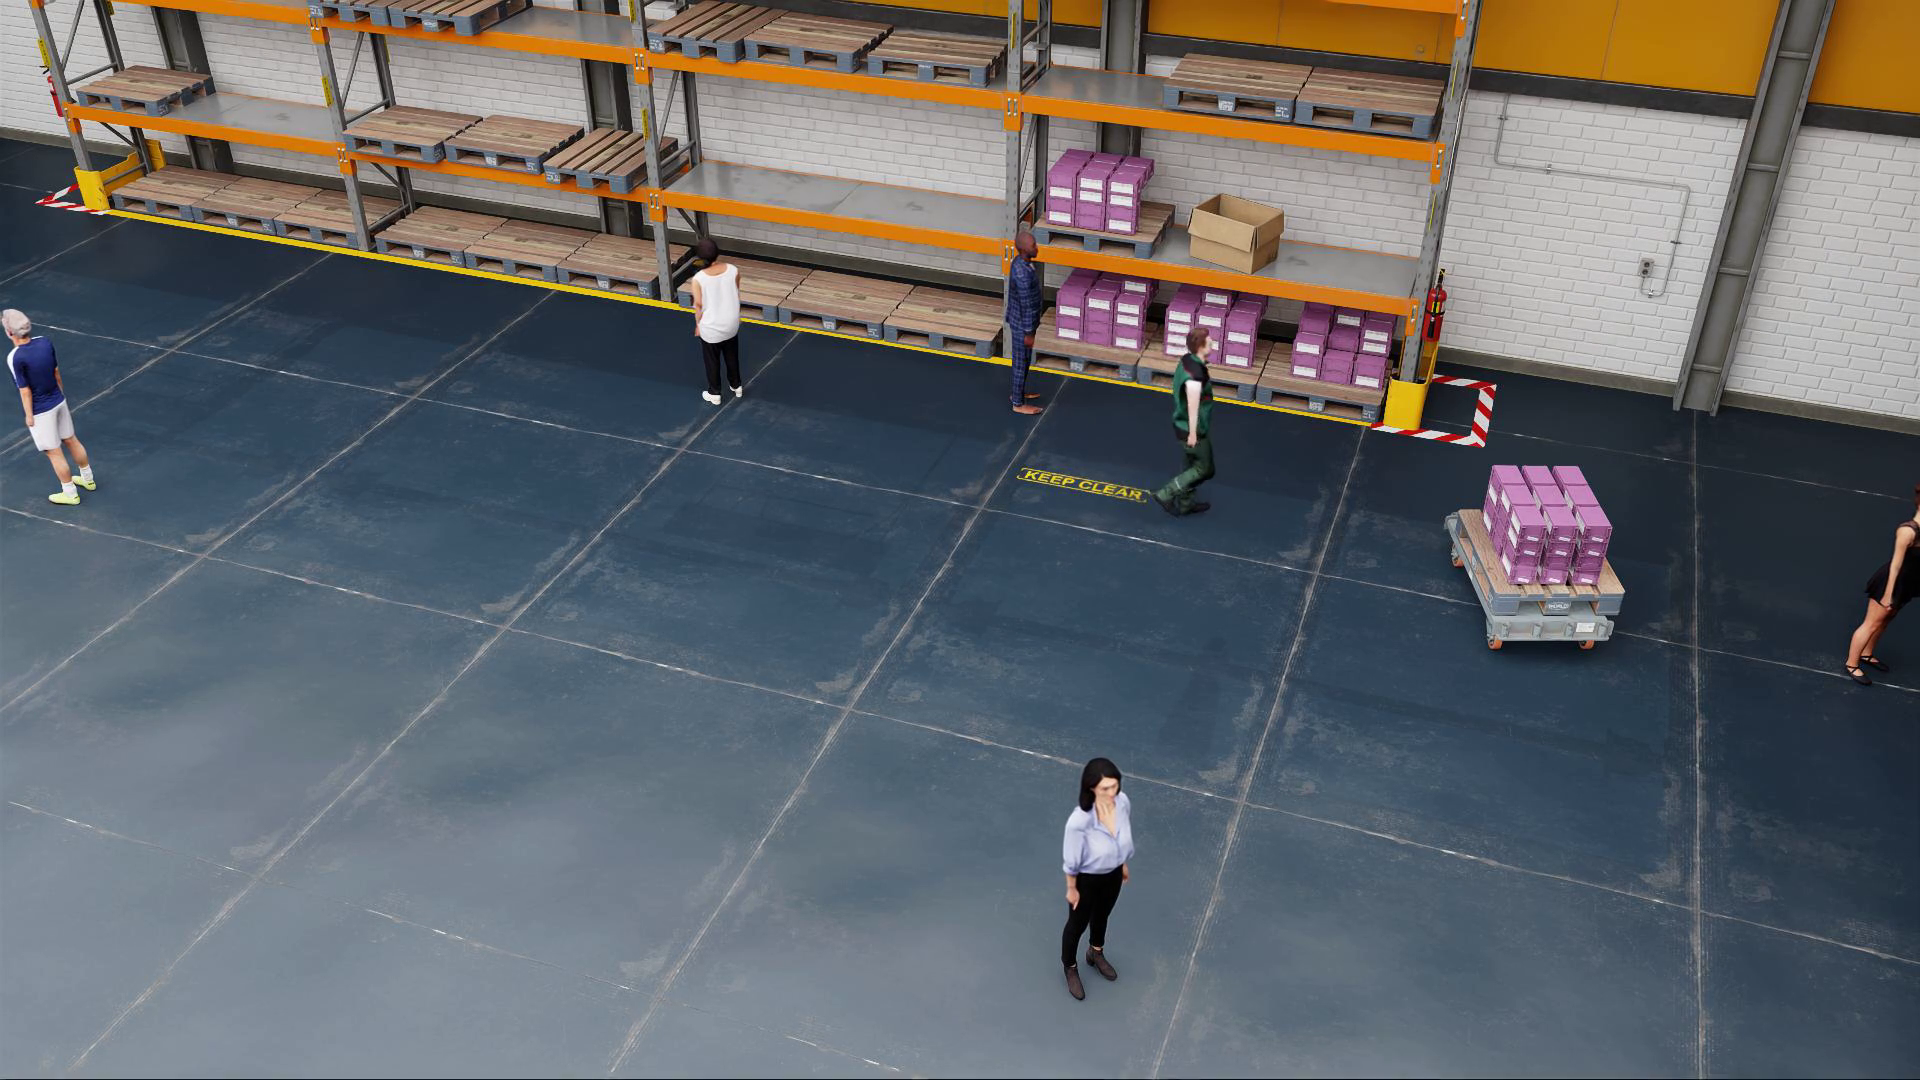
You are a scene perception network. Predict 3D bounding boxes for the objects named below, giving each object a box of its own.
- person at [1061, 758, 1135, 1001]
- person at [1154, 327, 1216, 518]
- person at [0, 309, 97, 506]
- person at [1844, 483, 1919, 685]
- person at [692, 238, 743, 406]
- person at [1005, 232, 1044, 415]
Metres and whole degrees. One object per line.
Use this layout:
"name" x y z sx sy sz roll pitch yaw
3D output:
"person" 0.803 1.990 9.869 0.733 1.744 0.752 -21 39 -29
"person" 1.926 -0.974 14.249 0.882 1.830 0.805 -2 34 -3
"person" -8.001 -1.175 14.546 0.587 1.838 0.662 7 34 10
"person" 7.029 0.309 12.460 0.680 1.675 0.718 -22 39 -29
"person" -2.364 -2.136 16.123 0.764 1.691 0.798 -21 39 -28
"person" 0.609 -2.103 15.958 0.730 1.820 0.742 -1 34 -1
